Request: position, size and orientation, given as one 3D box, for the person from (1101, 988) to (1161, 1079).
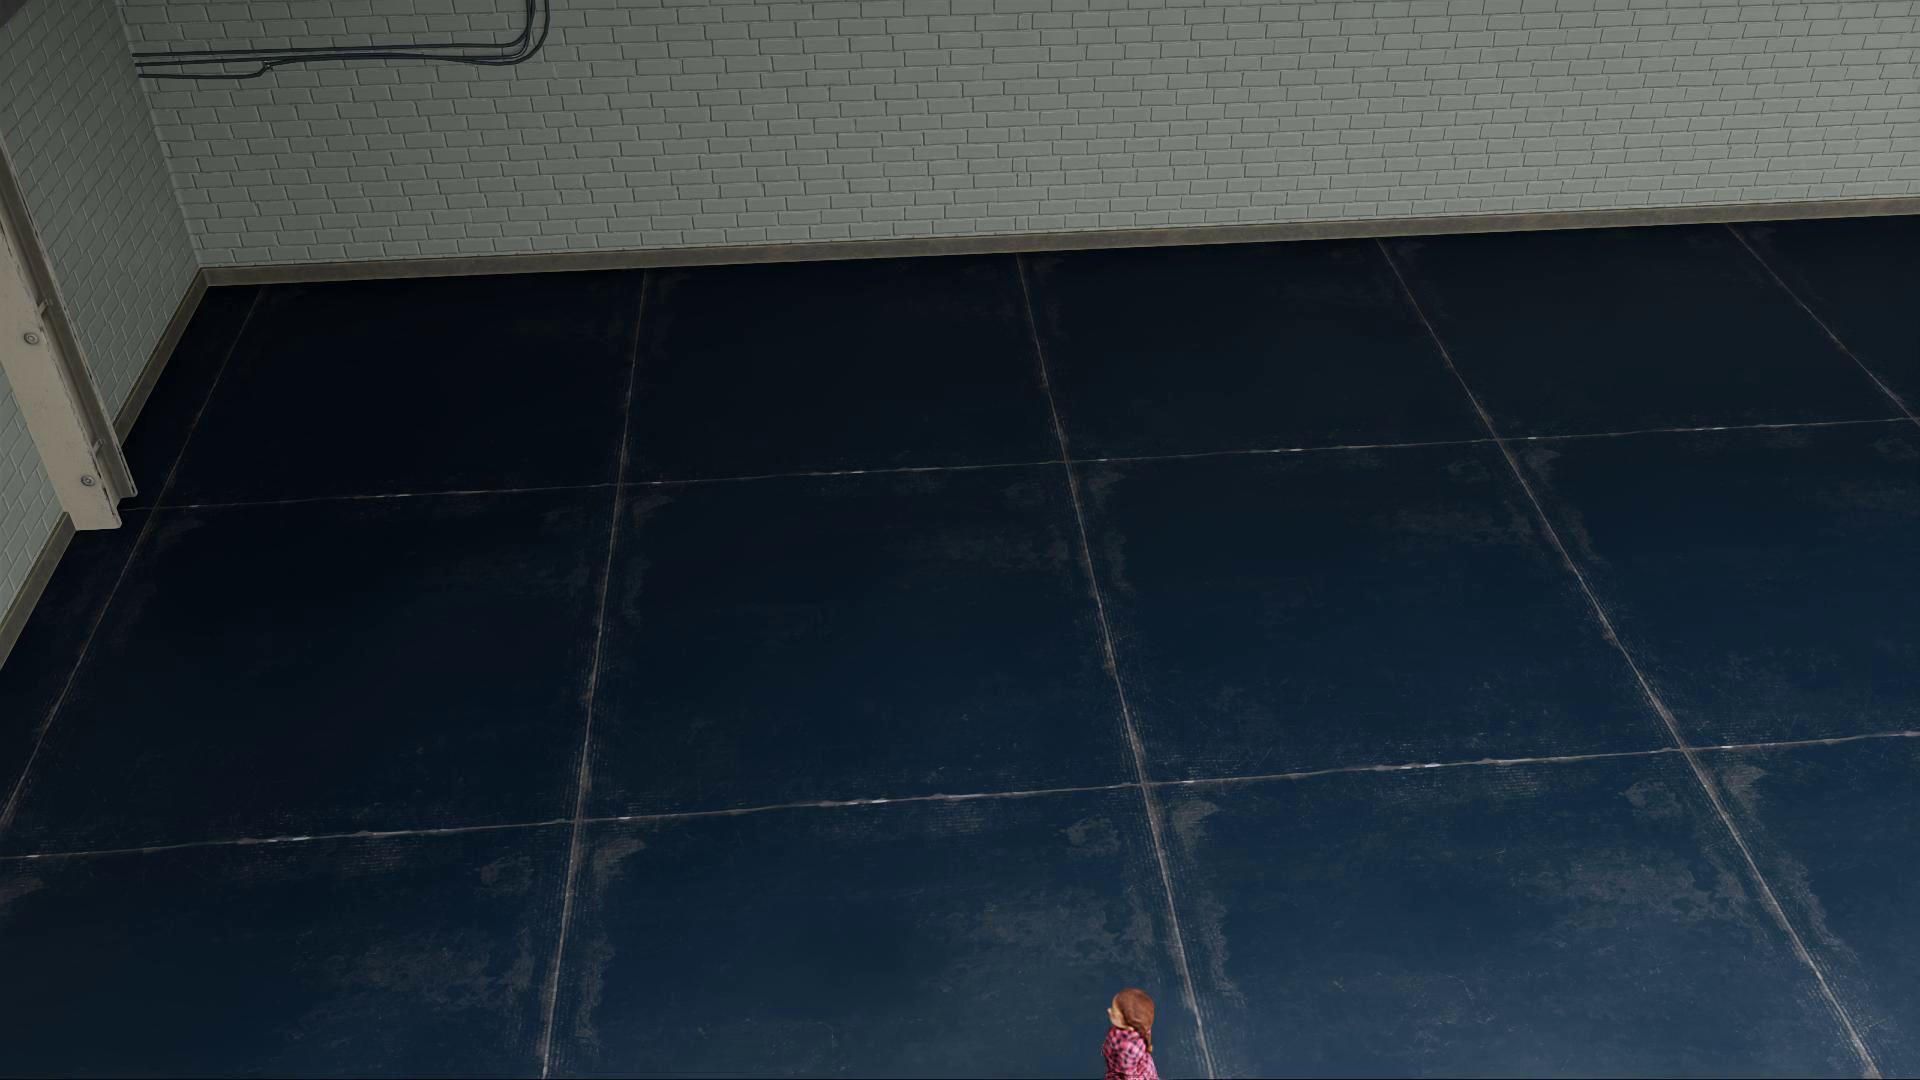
[{"bbox_3d":[0.749,2.215,6.923,0.648,1.020,0.724,10,39,12],"label":"person"}]
